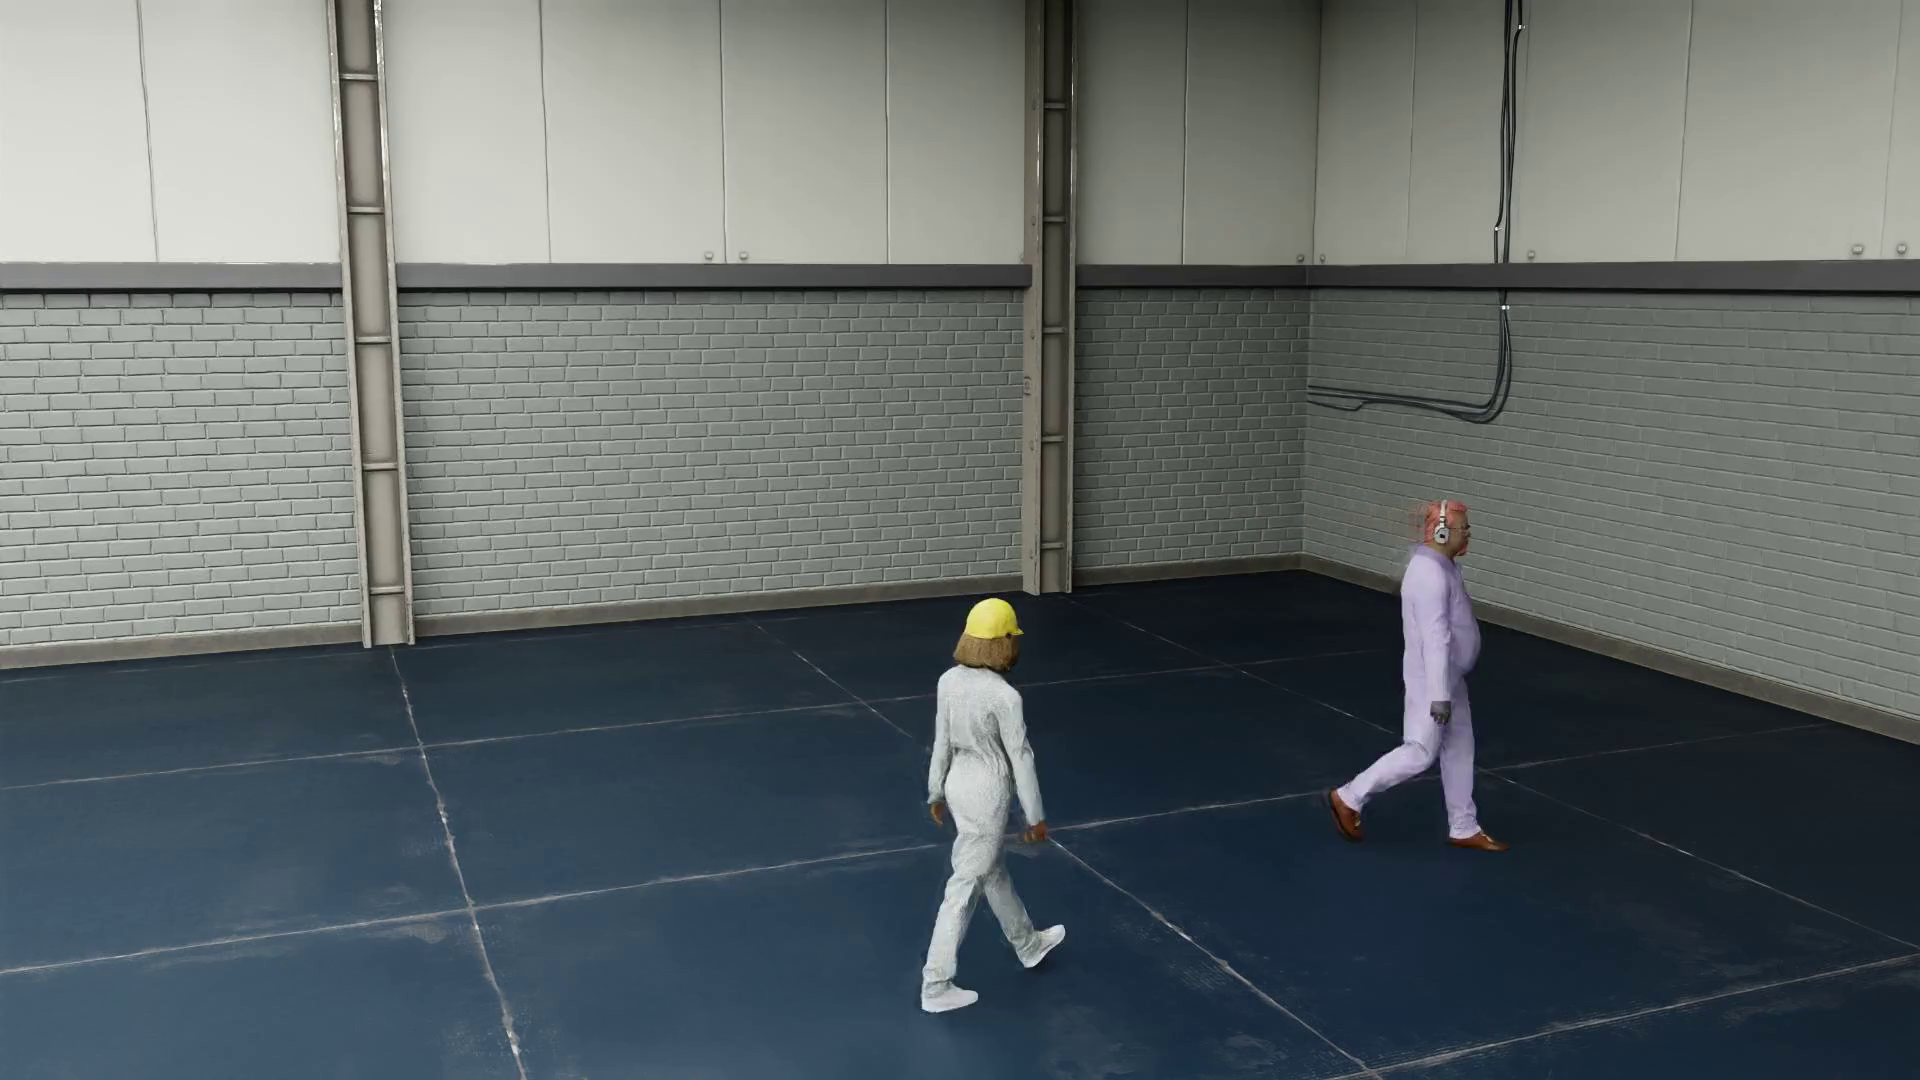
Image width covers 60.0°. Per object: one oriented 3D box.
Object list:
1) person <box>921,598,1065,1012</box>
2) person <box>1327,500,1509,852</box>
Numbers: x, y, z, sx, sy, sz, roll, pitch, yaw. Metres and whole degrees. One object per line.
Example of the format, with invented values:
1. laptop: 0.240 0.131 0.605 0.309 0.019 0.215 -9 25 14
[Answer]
1. person: 0.170 1.082 6.958 0.875 1.696 0.513 -6 11 -34
2. person: 2.438 0.717 8.739 0.866 1.883 0.645 4 10 21
